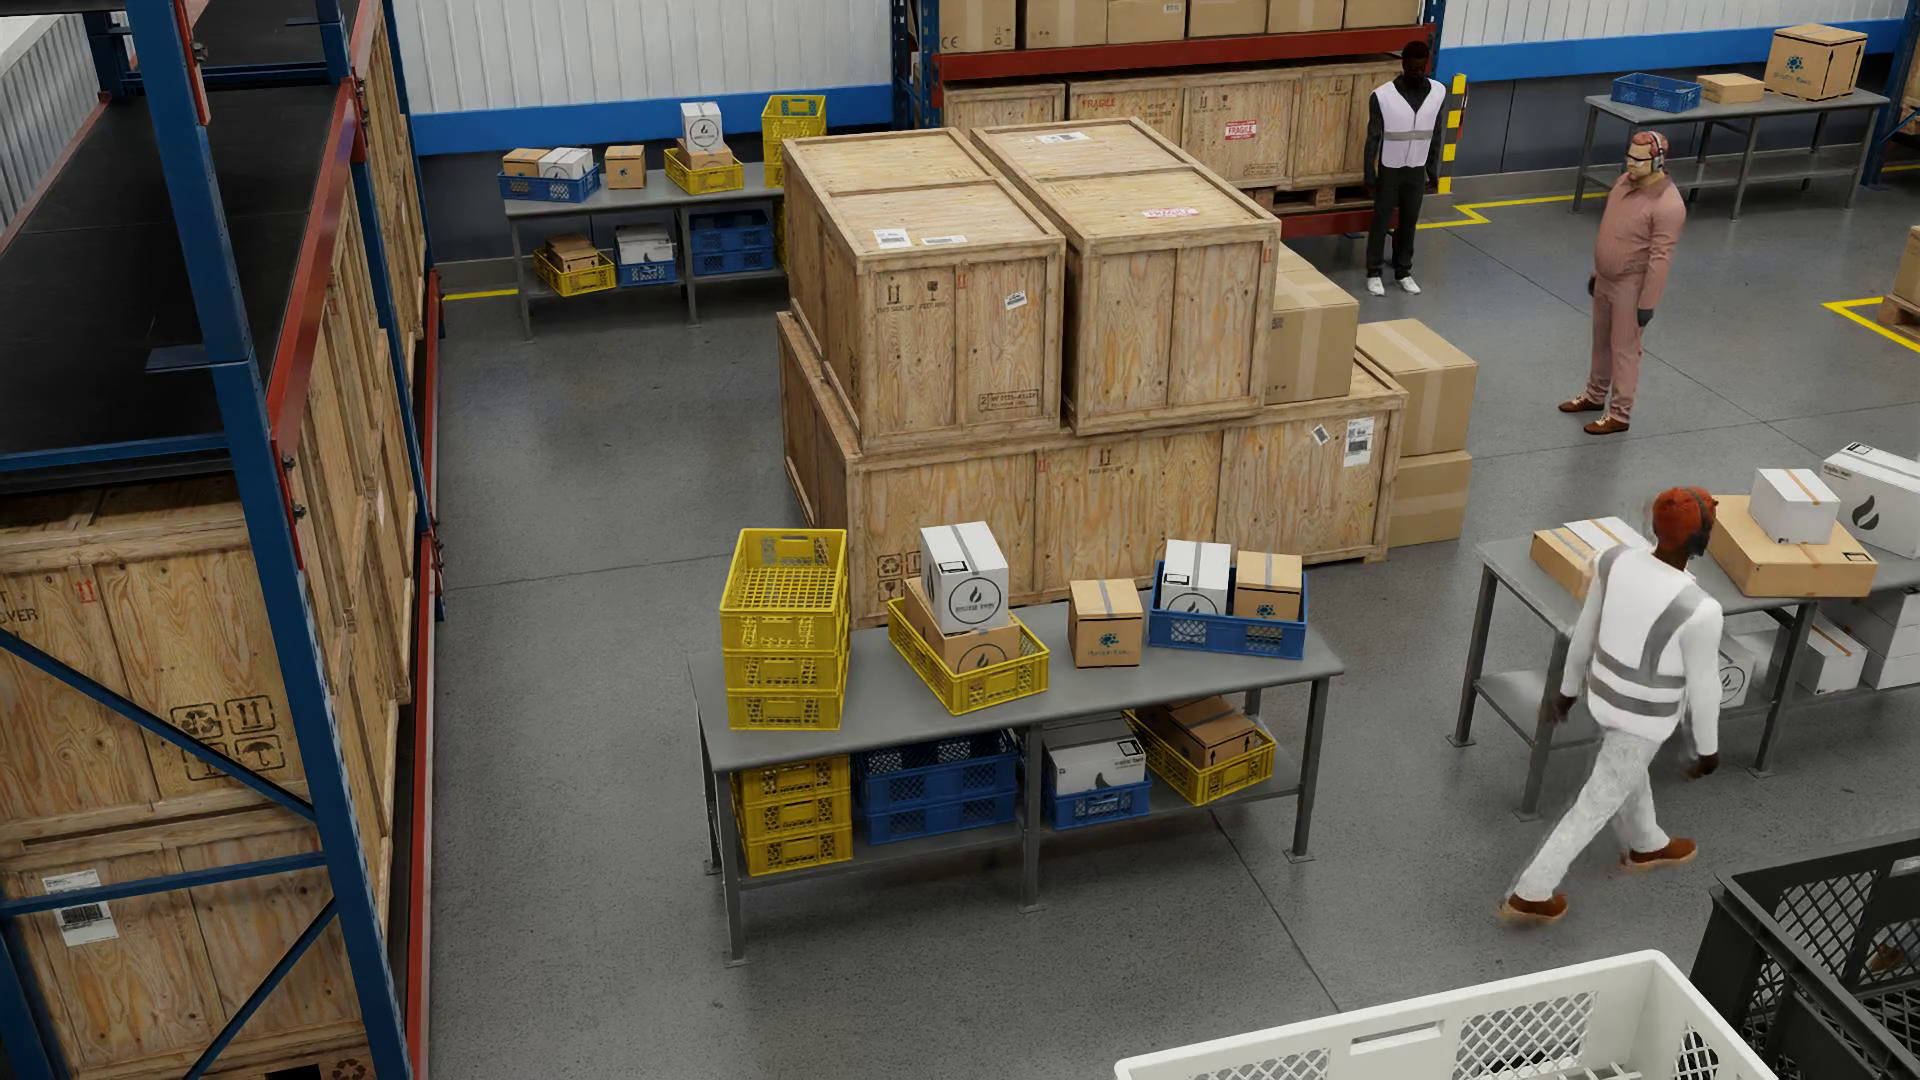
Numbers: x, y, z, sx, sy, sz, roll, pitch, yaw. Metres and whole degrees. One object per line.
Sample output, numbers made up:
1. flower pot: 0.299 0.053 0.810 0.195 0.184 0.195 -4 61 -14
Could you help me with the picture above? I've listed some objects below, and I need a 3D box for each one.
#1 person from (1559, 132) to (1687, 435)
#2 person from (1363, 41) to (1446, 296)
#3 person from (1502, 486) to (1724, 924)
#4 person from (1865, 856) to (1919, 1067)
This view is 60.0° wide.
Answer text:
1. person: 4.104 -1.587 10.300 0.401 1.900 0.650 -4 29 -8
2. person: 3.292 -2.777 12.452 0.598 1.906 0.414 -7 30 -12
3. person: 2.570 0.639 6.332 1.008 1.833 0.592 -10 30 -18
4. person: 2.829 1.440 4.834 0.527 1.870 0.331 -3 29 -6
